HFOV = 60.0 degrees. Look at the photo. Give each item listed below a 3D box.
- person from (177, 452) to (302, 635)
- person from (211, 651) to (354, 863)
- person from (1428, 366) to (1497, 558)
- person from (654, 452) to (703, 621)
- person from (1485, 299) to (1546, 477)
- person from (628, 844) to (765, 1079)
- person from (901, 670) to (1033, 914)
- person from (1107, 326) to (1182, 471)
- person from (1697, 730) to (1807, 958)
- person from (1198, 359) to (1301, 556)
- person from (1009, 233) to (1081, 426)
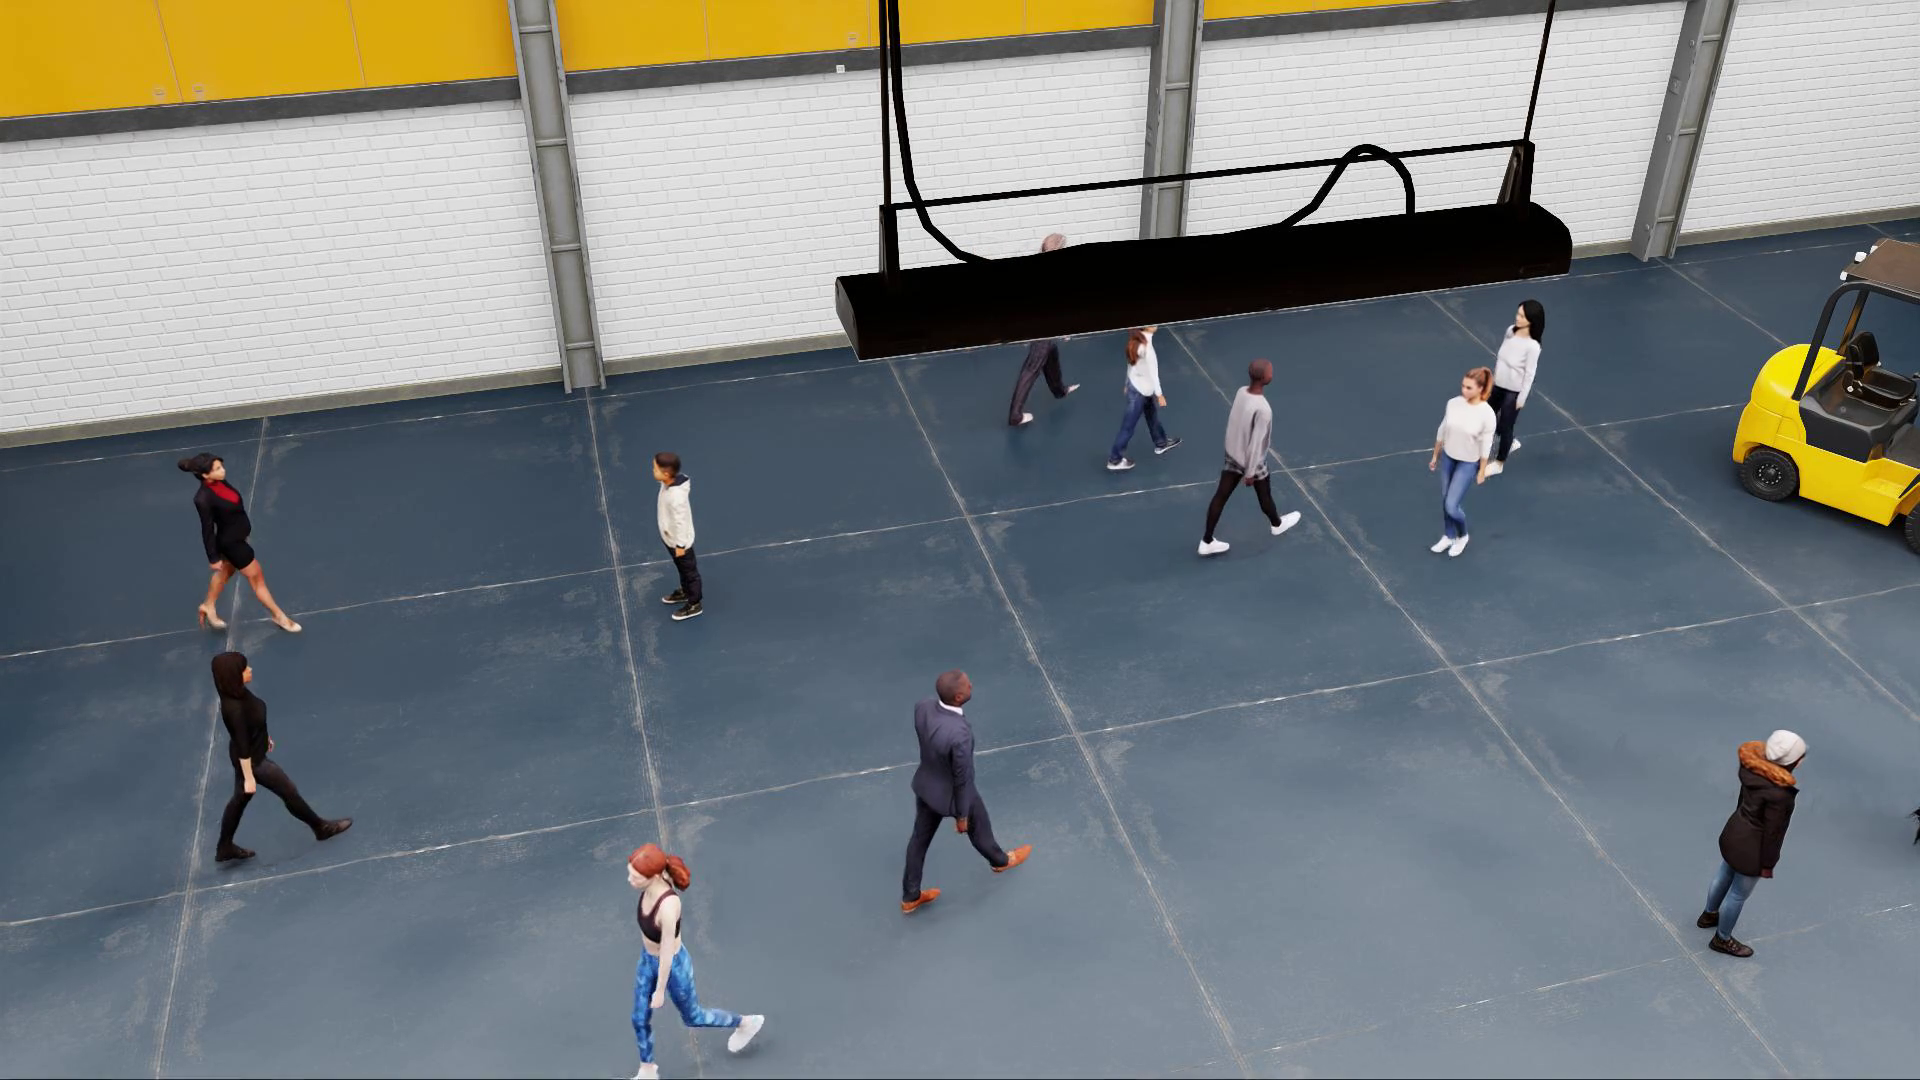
[{"bbox_3d":[-5.568,0.064,12.540,1.037,1.600,0.690,-3,34,-4],"label":"person"},{"bbox_3d":[-4.557,1.411,10.511,1.140,1.604,0.755,-16,37,-22],"label":"person"},{"bbox_3d":[4.119,-0.645,13.508,0.700,1.711,0.688,-20,38,-27],"label":"person"},{"bbox_3d":[-2.168,-0.061,12.862,0.548,1.451,0.602,-13,36,-19],"label":"person"},{"bbox_3d":[4.899,-1.340,14.566,0.680,1.696,0.643,-10,35,-15],"label":"person"},{"bbox_3d":[-1.489,2.319,9.012,1.187,1.751,0.799,-20,39,-27],"label":"person"},{"bbox_3d":[-0.145,1.571,10.114,1.269,1.777,0.990,-22,40,-30],"label":"person"},{"bbox_3d":[1.503,-1.296,14.657,0.966,1.522,0.536,-7,34,-10],"label":"person"},{"bbox_3d":[4.722,1.785,9.918,0.712,1.638,0.705,1,34,2],"label":"person"},{"bbox_3d":[2.223,-0.626,13.466,1.226,1.726,0.788,-15,36,-21],"label":"person"},{"bbox_3d":[0.683,-1.893,15.292,1.236,1.813,0.940,-22,39,-29],"label":"person"}]
